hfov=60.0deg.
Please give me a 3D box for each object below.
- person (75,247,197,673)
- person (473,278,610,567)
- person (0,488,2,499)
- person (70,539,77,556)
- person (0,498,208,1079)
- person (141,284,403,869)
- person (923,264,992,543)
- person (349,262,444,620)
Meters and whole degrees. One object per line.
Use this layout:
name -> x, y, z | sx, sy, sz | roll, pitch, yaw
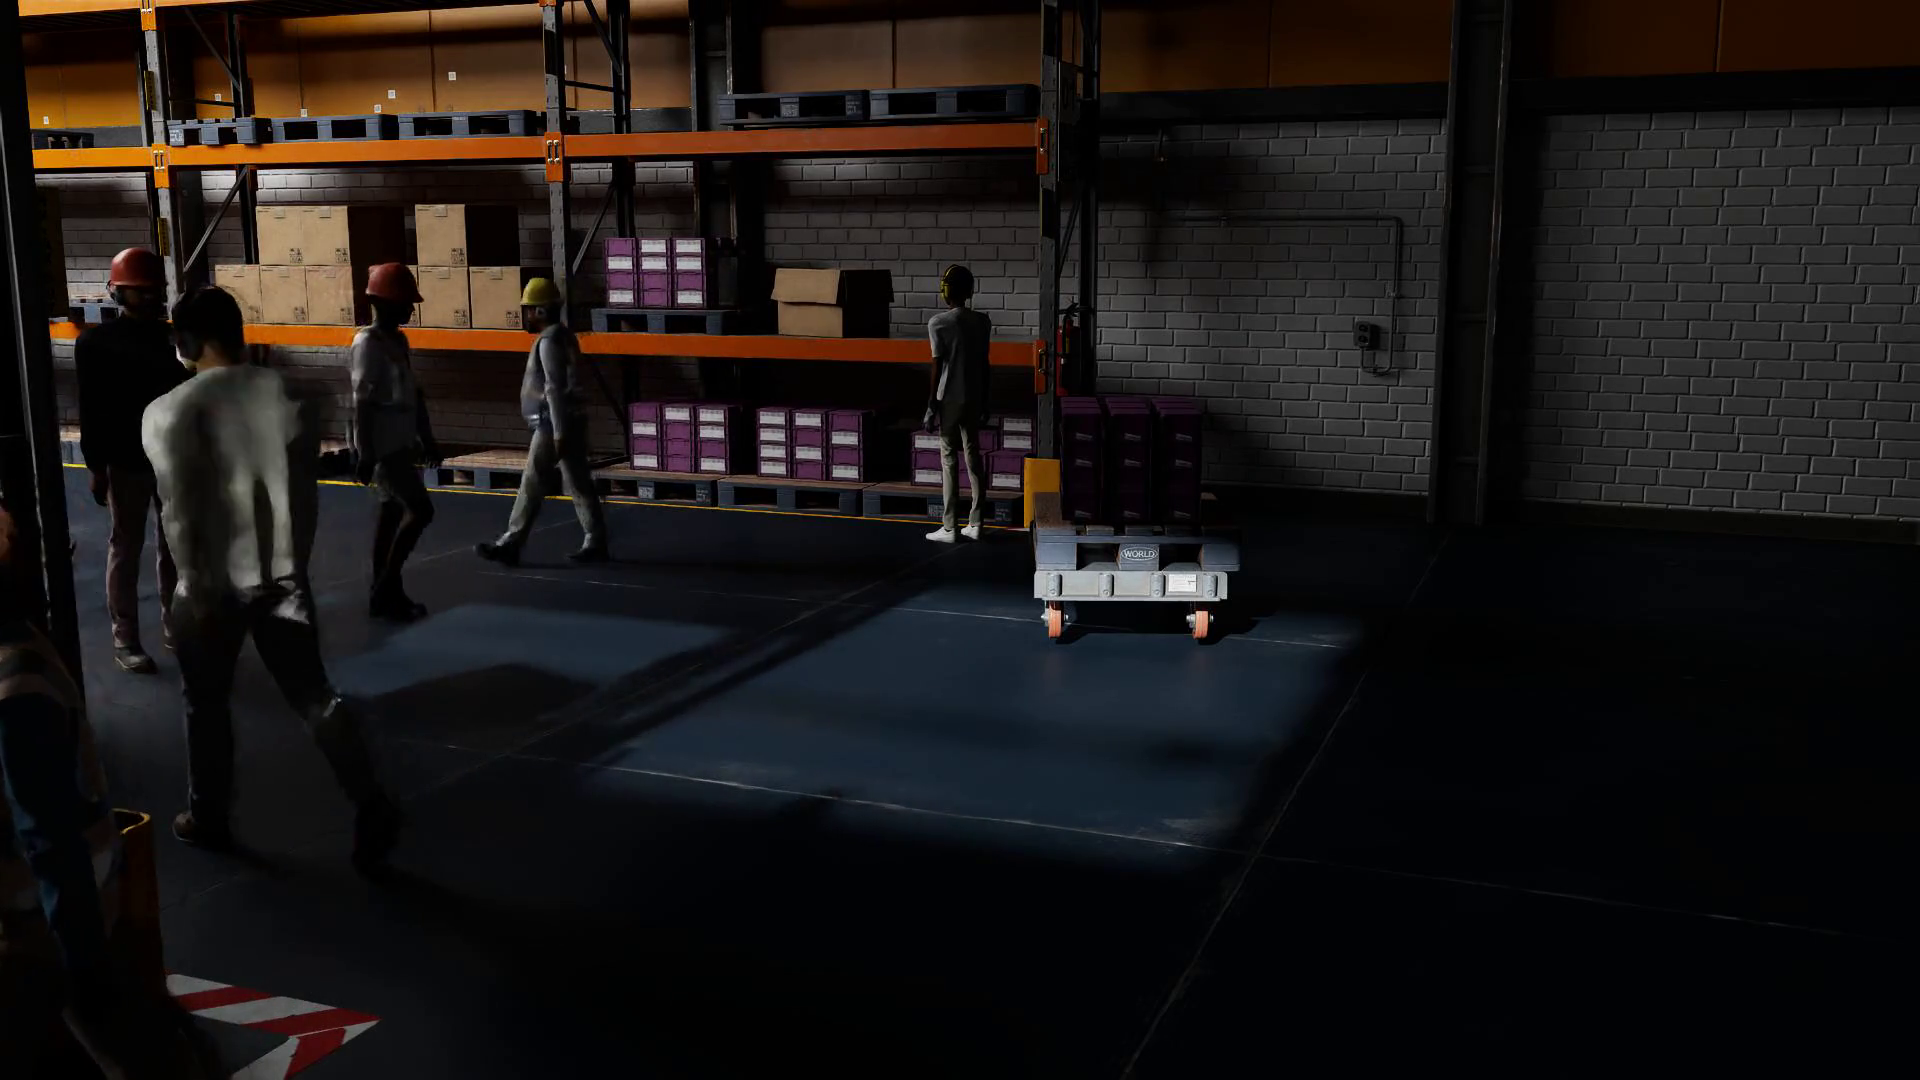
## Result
person -> -3.850, -0.382, 7.918 | 0.397, 1.992, 0.623 | 6, 12, 31
person -> -2.627, -0.723, 10.377 | 0.886, 1.789, 0.618 | 0, 10, -1
person -> -3.976, -0.209, 6.837 | 0.389, 2.037, 0.606 | -1, 10, -4
person -> -5.518, -0.631, 9.538 | 0.804, 1.914, 0.631 | 0, 10, 2
person -> -1.731, 0.703, 3.005 | 0.900, 1.586, 0.520 | -6, 12, -32
person -> -2.238, 0.134, 5.332 | 0.962, 1.902, 0.624 | 7, 13, 36
person -> -0.021, -0.913, 11.222 | 0.526, 1.871, 0.324 | -7, 13, -36
person -> -3.009, -0.509, 8.870 | 0.483, 1.914, 0.570 | -1, 10, -8
